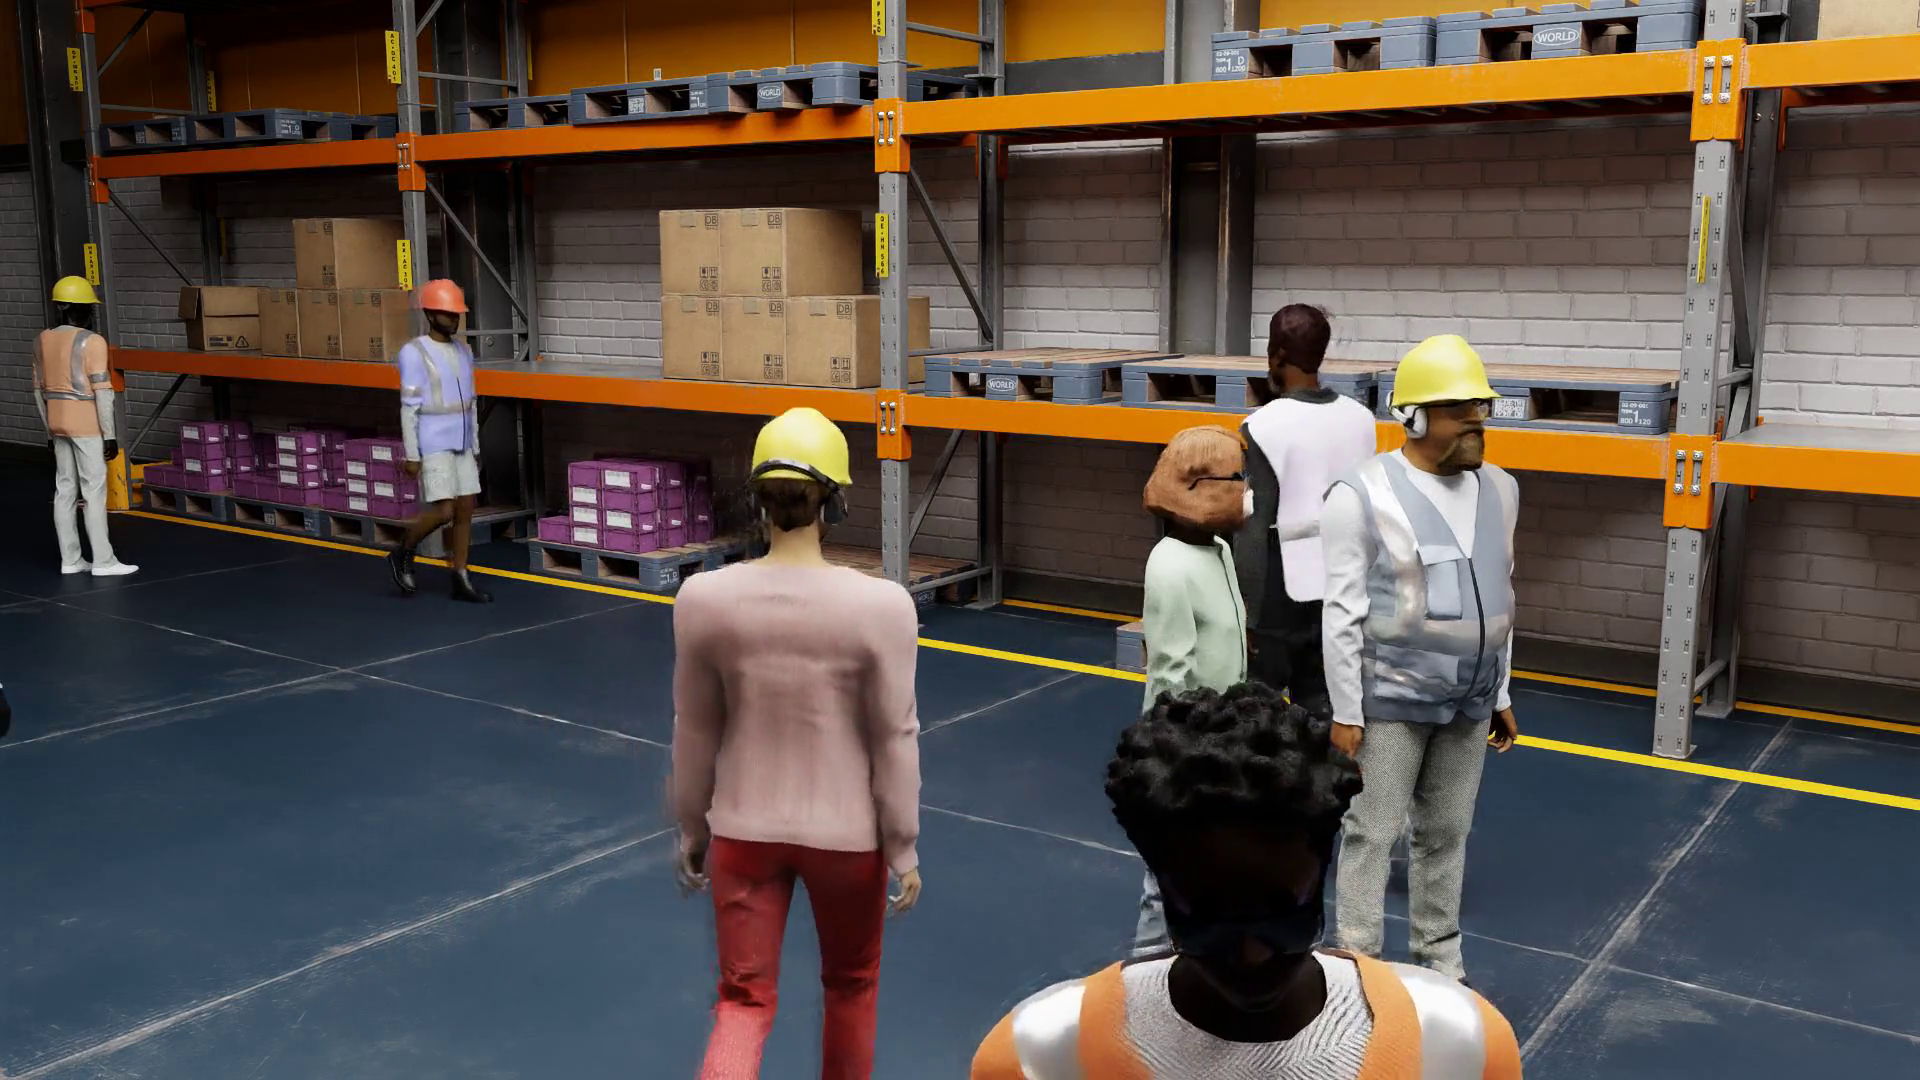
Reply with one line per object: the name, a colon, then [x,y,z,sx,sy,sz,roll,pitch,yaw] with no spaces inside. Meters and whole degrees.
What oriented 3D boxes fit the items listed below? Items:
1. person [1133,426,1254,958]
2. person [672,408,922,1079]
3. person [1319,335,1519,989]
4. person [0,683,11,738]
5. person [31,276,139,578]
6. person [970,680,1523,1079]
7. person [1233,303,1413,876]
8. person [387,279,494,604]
person: [0.576,0.535,4.063,0.285,1.633,0.500,3,10,19]
person: [-0.349,0.605,3.367,0.530,1.738,0.808,2,10,9]
person: [1.208,0.392,4.310,0.590,1.837,0.403,-4,10,-24]
person: [-2.800,0.417,4.247,0.922,1.796,0.646,9,13,42]
person: [-5.628,-0.717,10.648,0.589,1.927,0.387,4,10,20]
person: [0.274,0.921,1.650,0.531,1.674,0.461,0,10,1]
person: [1.157,0.187,5.386,0.610,1.894,0.700,-8,12,-38]
person: [-3.071,-0.569,9.800,0.547,1.924,0.545,4,10,23]
